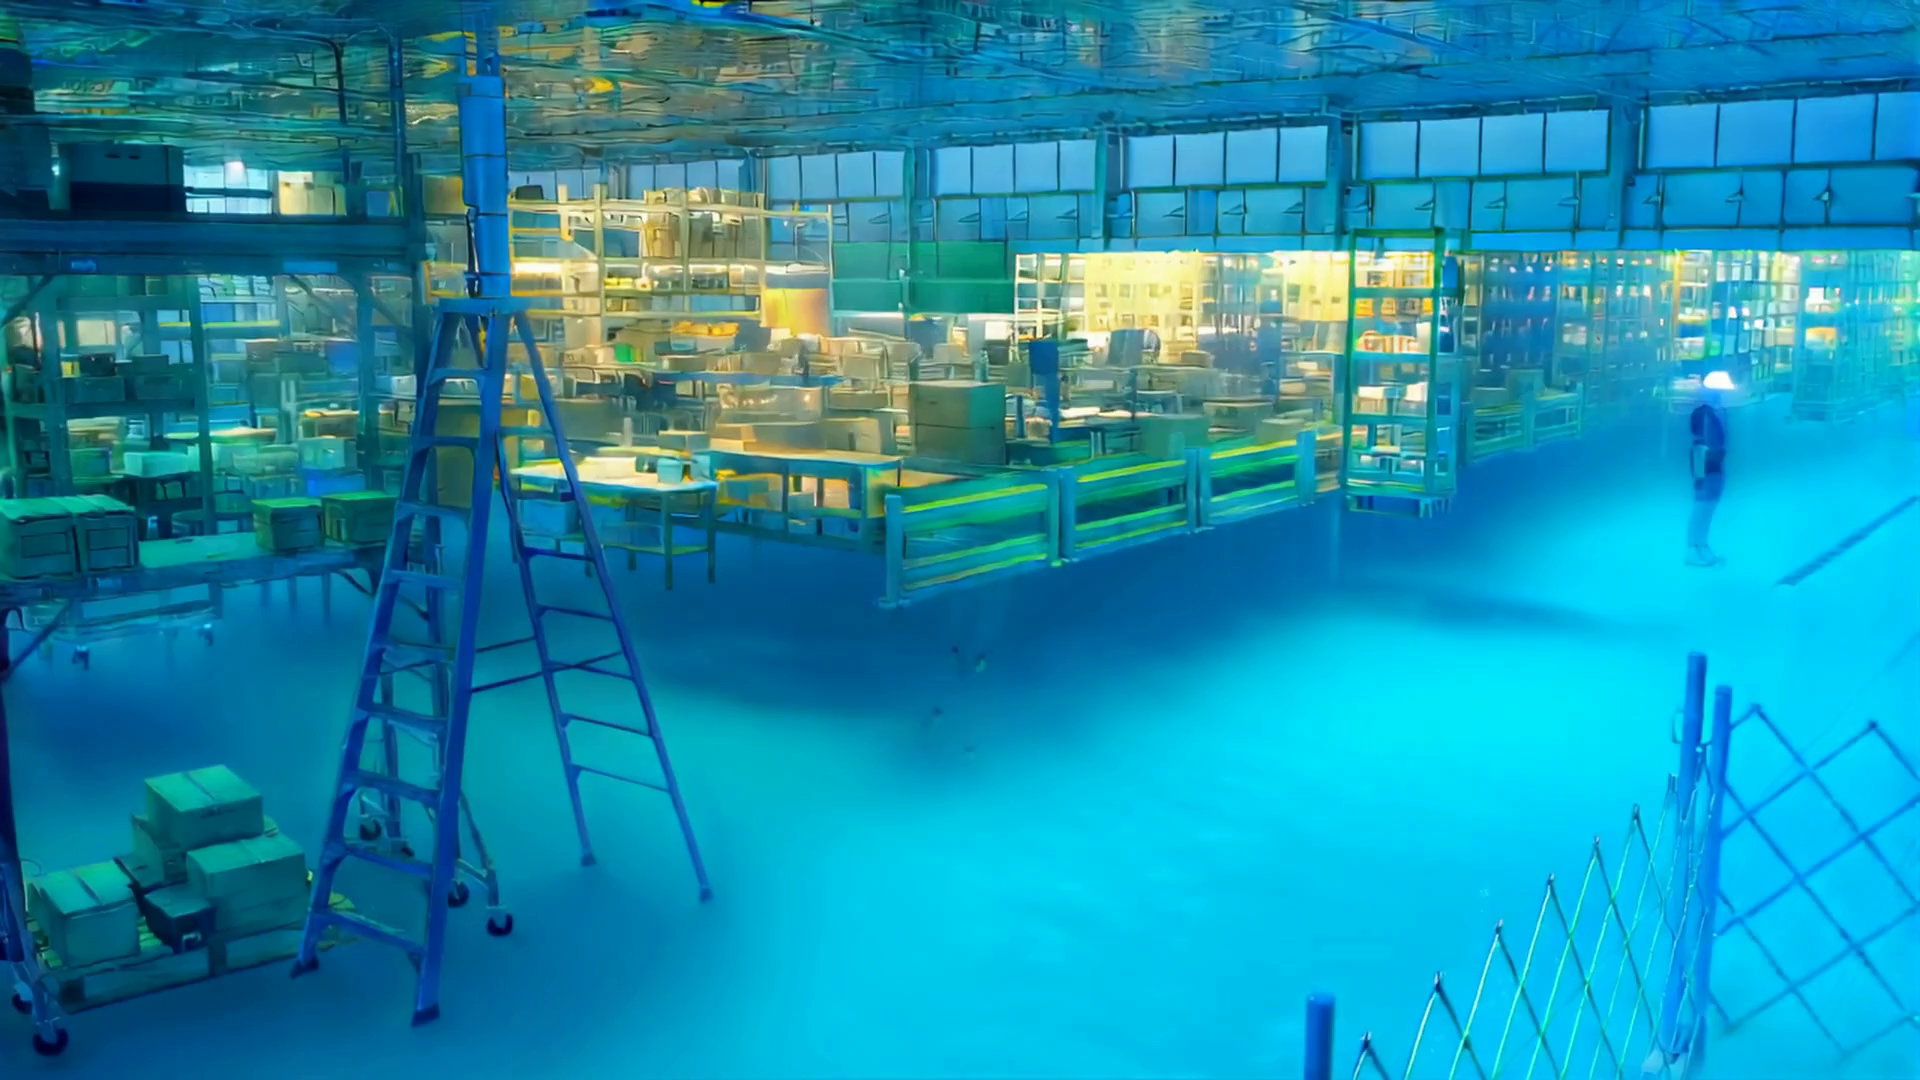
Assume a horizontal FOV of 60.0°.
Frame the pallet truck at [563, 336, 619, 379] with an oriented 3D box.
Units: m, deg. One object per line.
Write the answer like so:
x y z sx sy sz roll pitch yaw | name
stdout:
-10.690 -5.294 48.215 1.601 1.201 0.680 -5 10 -26 | pallet truck

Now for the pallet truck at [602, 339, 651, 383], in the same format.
-8.991 -4.871 45.351 0.653 1.274 1.630 7 11 37 | pallet truck

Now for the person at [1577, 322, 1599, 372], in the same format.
16.634 -4.911 44.056 0.577 1.806 0.950 -8 12 -43 | person

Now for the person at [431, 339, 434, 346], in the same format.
-16.308 -5.968 51.097 0.549 1.646 0.865 6 11 32 | person

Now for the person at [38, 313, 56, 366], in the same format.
-30.109 -6.642 54.511 0.908 1.905 0.665 -7 12 -39 | person

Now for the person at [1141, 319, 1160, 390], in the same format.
4.695 -4.426 40.622 0.436 1.934 0.628 -5 10 -26 | person

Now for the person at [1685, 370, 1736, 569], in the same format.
7.764 -0.729 17.184 0.607 2.044 0.372 -9 12 -43 | person

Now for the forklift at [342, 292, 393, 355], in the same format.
-16.485 -5.622 45.120 1.129 2.768 1.873 7 11 37 | forklift

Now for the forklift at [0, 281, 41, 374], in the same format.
-25.968 -5.617 45.090 1.873 2.768 1.129 6 11 34 | forklift

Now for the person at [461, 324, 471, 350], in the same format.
-12.642 -4.709 42.947 0.757 1.736 0.556 -2 9 -14 | person

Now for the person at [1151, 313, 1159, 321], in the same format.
6.025 -6.182 51.938 0.747 1.814 0.598 6 11 31 | person
